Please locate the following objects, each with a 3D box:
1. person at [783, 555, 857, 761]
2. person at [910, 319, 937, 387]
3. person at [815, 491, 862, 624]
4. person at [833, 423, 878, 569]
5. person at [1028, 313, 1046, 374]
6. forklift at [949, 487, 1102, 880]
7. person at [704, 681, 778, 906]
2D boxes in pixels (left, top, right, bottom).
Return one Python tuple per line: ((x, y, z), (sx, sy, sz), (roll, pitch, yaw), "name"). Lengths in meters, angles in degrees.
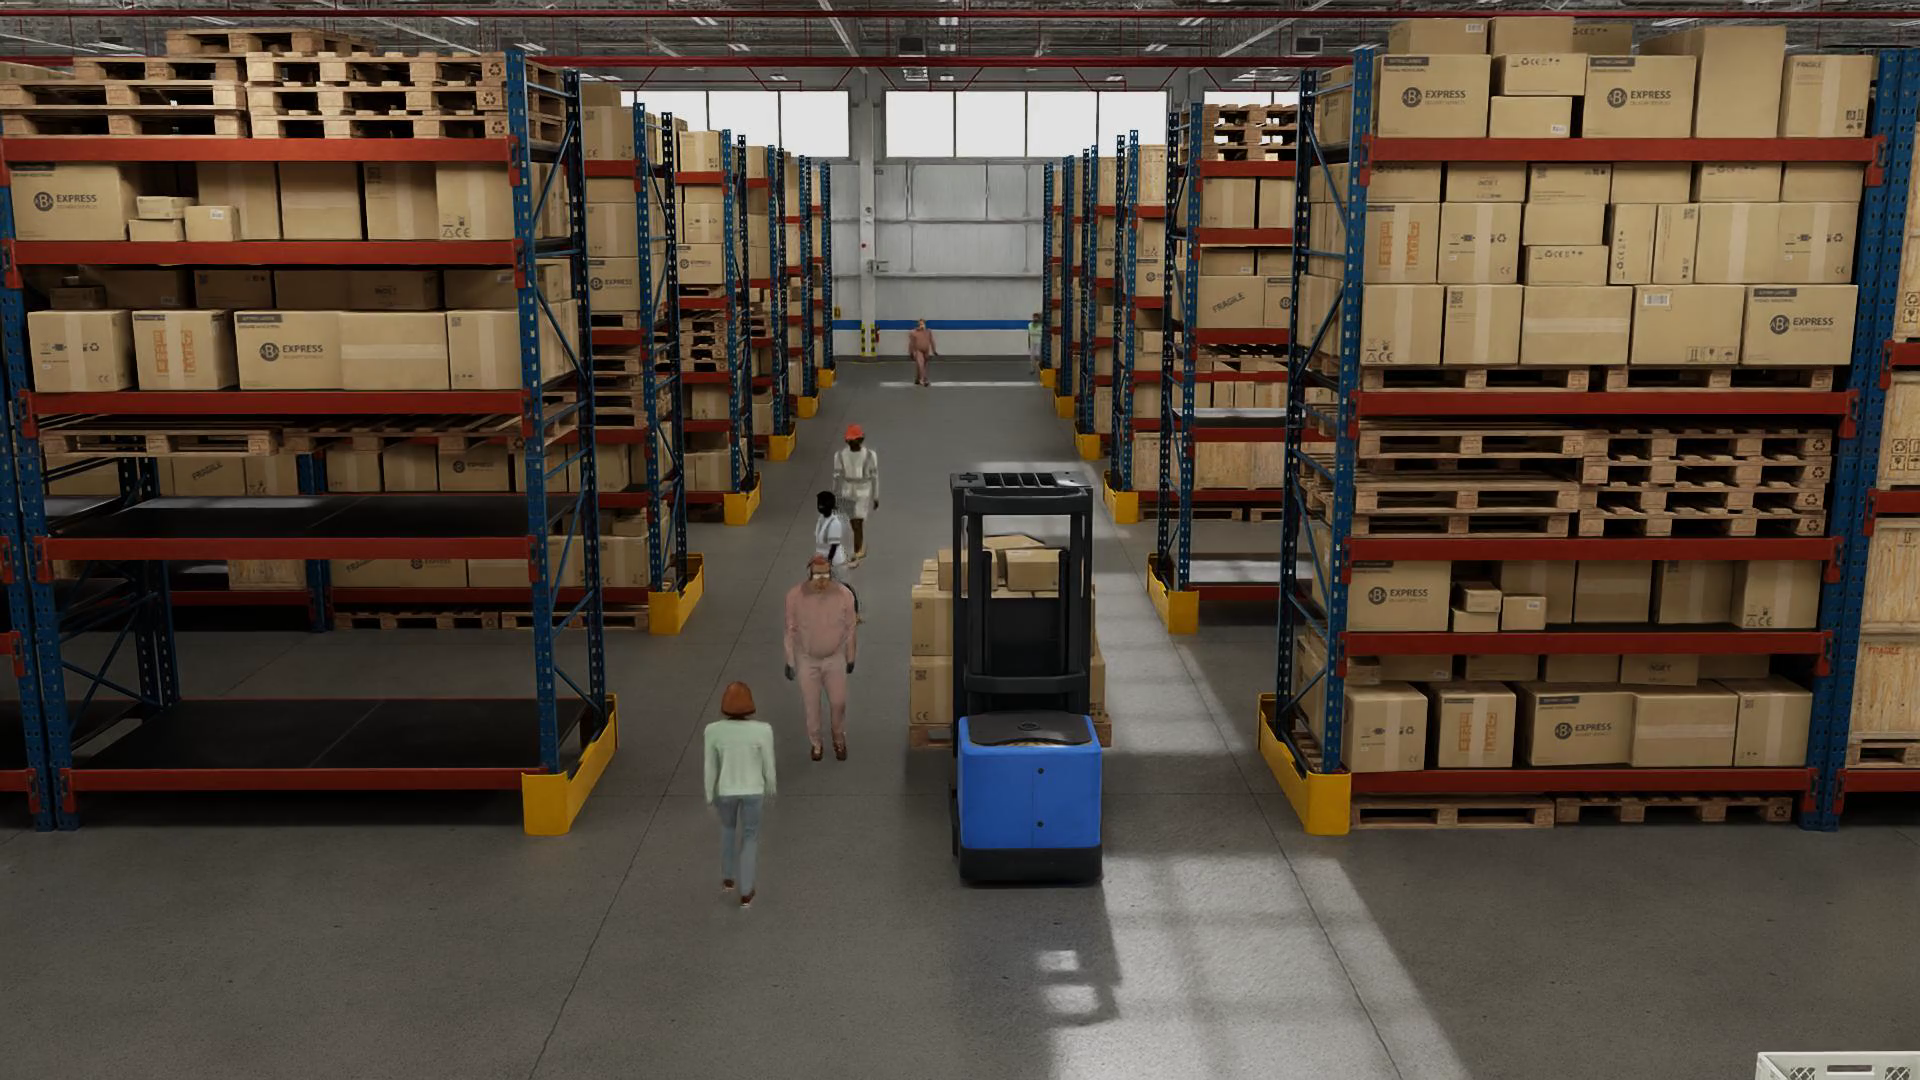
((-1.252, 1.065, 14.886), (0.657, 1.889, 0.531), (-1, 11, -3), "person")
((-1.038, -5.156, 45.846), (0.648, 1.849, 1.034), (-7, 13, -31), "person")
((-1.563, 0.240, 19.575), (0.913, 1.643, 0.543), (-7, 13, -32), "person")
((-1.434, -0.655, 23.154), (0.620, 2.006, 1.000), (3, 12, 13), "person")
((2.305, -5.841, 49.297), (0.572, 1.824, 0.721), (6, 13, 26), "person")
((0.495, 0.986, 12.813), (1.129, 2.768, 1.873), (0, 11, -2), "forklift")
((-1.563, 1.795, 11.967), (0.504, 1.618, 0.558), (1, 11, 3), "person")
